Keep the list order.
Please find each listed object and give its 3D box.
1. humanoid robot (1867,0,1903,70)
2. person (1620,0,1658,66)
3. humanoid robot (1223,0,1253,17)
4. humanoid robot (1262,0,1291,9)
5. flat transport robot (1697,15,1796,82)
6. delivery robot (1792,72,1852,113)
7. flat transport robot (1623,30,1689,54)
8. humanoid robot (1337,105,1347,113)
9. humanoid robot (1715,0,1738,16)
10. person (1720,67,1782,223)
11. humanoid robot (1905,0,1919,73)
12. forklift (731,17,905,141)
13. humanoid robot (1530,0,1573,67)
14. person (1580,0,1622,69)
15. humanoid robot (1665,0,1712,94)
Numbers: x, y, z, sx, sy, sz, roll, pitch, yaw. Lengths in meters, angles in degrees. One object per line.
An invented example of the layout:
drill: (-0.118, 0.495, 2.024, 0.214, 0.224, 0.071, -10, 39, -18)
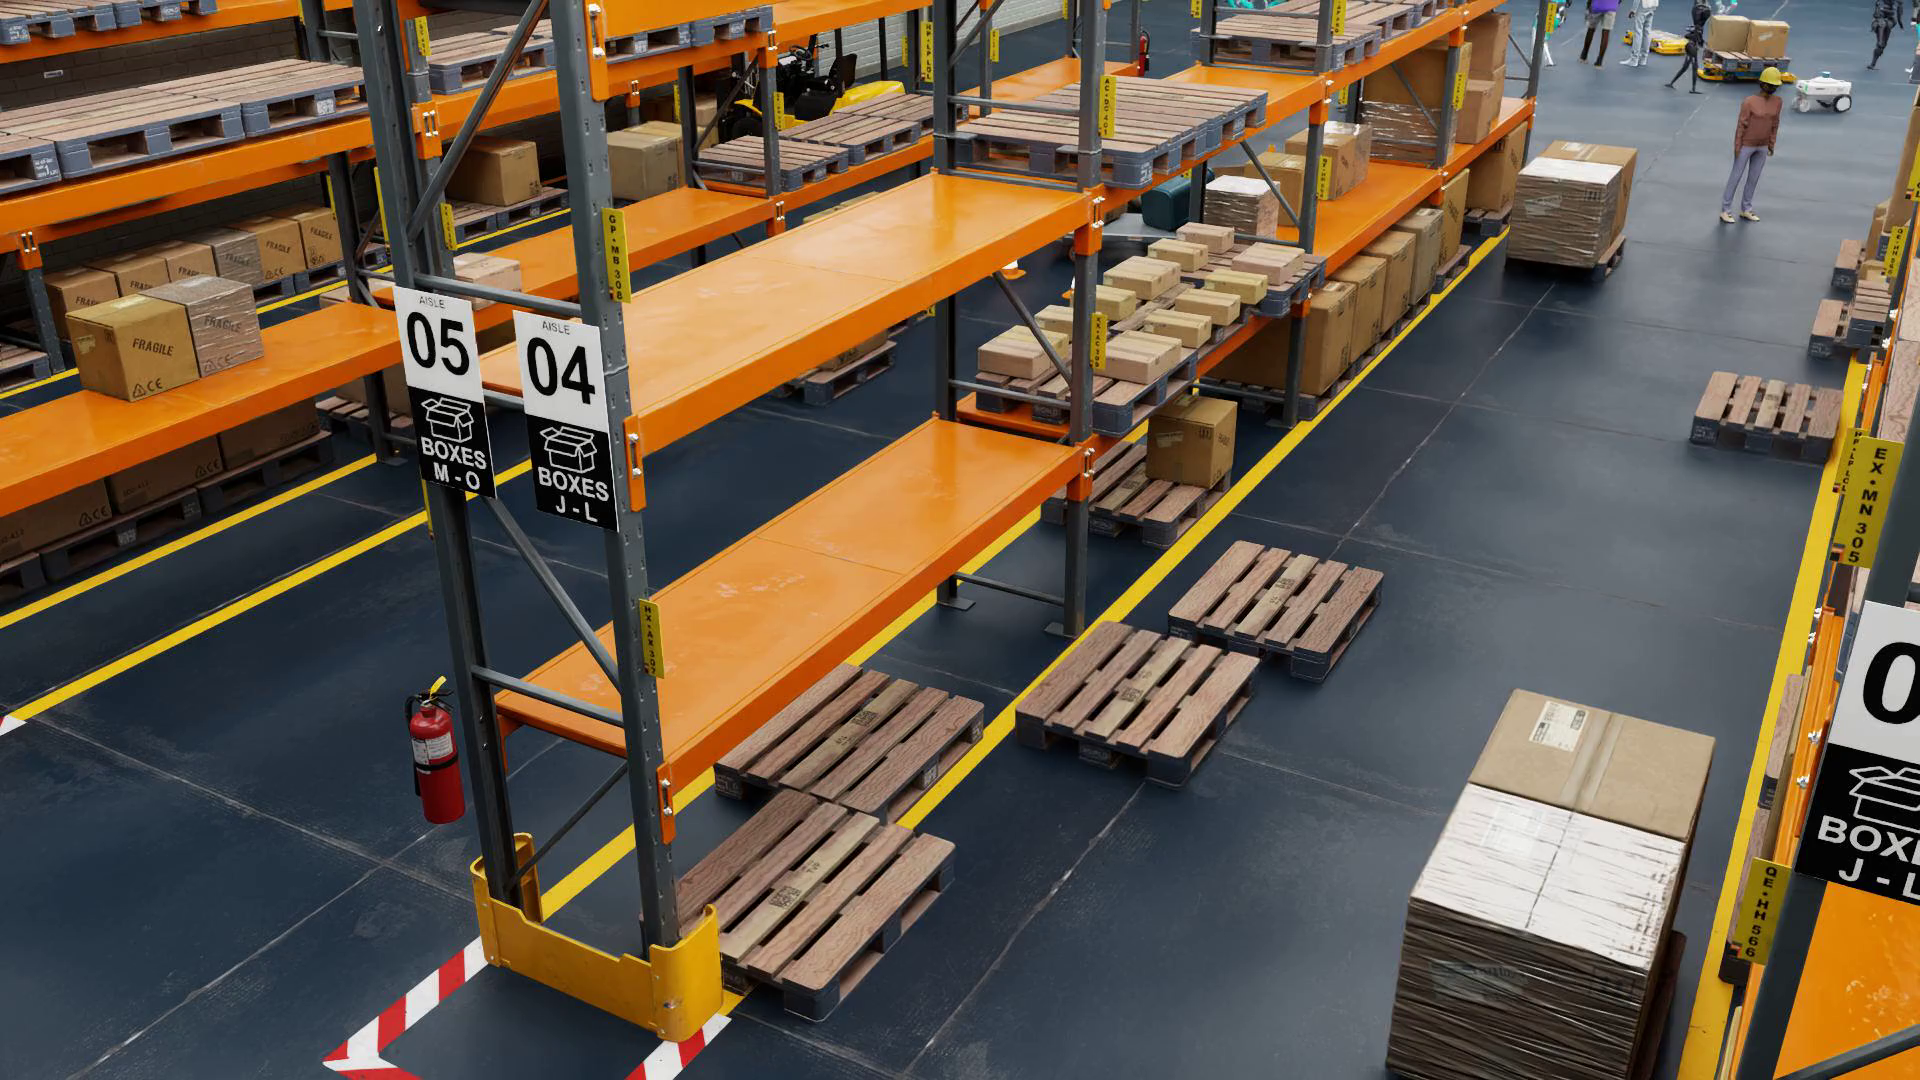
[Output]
humanoid robot: (15.526, -8.714, 27.826, 0.590, 1.649, 0.354, -8, 27, -17)
person: (11.619, -9.039, 28.224, 0.589, 1.919, 0.393, -15, 29, -28)
humanoid robot: (5.150, -10.073, 30.596, 0.874, 1.772, 0.536, -14, 29, -27)
humanoid robot: (5.839, -10.066, 30.598, 0.703, 1.800, 0.568, 17, 30, 31)
flat transport robot: (12.894, -7.704, 27.351, 1.431, 0.231, 0.659, 2, 26, 5)
delivery robot: (12.965, -6.722, 24.970, 0.773, 0.586, 0.499, 0, 26, 0)
flat transport robot: (12.638, -8.994, 30.031, 0.659, 0.231, 1.431, -3, 26, -7)
humanoid robot: (5.813, -7.195, 24.676, 0.489, 1.641, 0.612, -9, 27, -17)
humanoid robot: (14.574, -10.560, 31.710, 0.763, 1.878, 0.543, 0, 26, -1)
person: (9.075, -4.500, 18.978, 0.528, 1.760, 0.341, -6, 26, -12)
humanoid robot: (16.131, -8.653, 27.595, 0.534, 1.753, 0.738, -10, 28, -21)
forklift: (-1.819, -5.975, 21.543, 2.313, 2.155, 1.214, 14, 29, 26)
humanoid robot: (9.927, -8.843, 28.019, 0.581, 1.737, 0.952, -3, 26, -6)
person: (10.905, -9.028, 28.201, 0.602, 1.914, 0.964, 6, 26, 12)
humanoid robot: (11.523, -7.849, 26.079, 0.630, 1.647, 0.609, 17, 30, 31)
